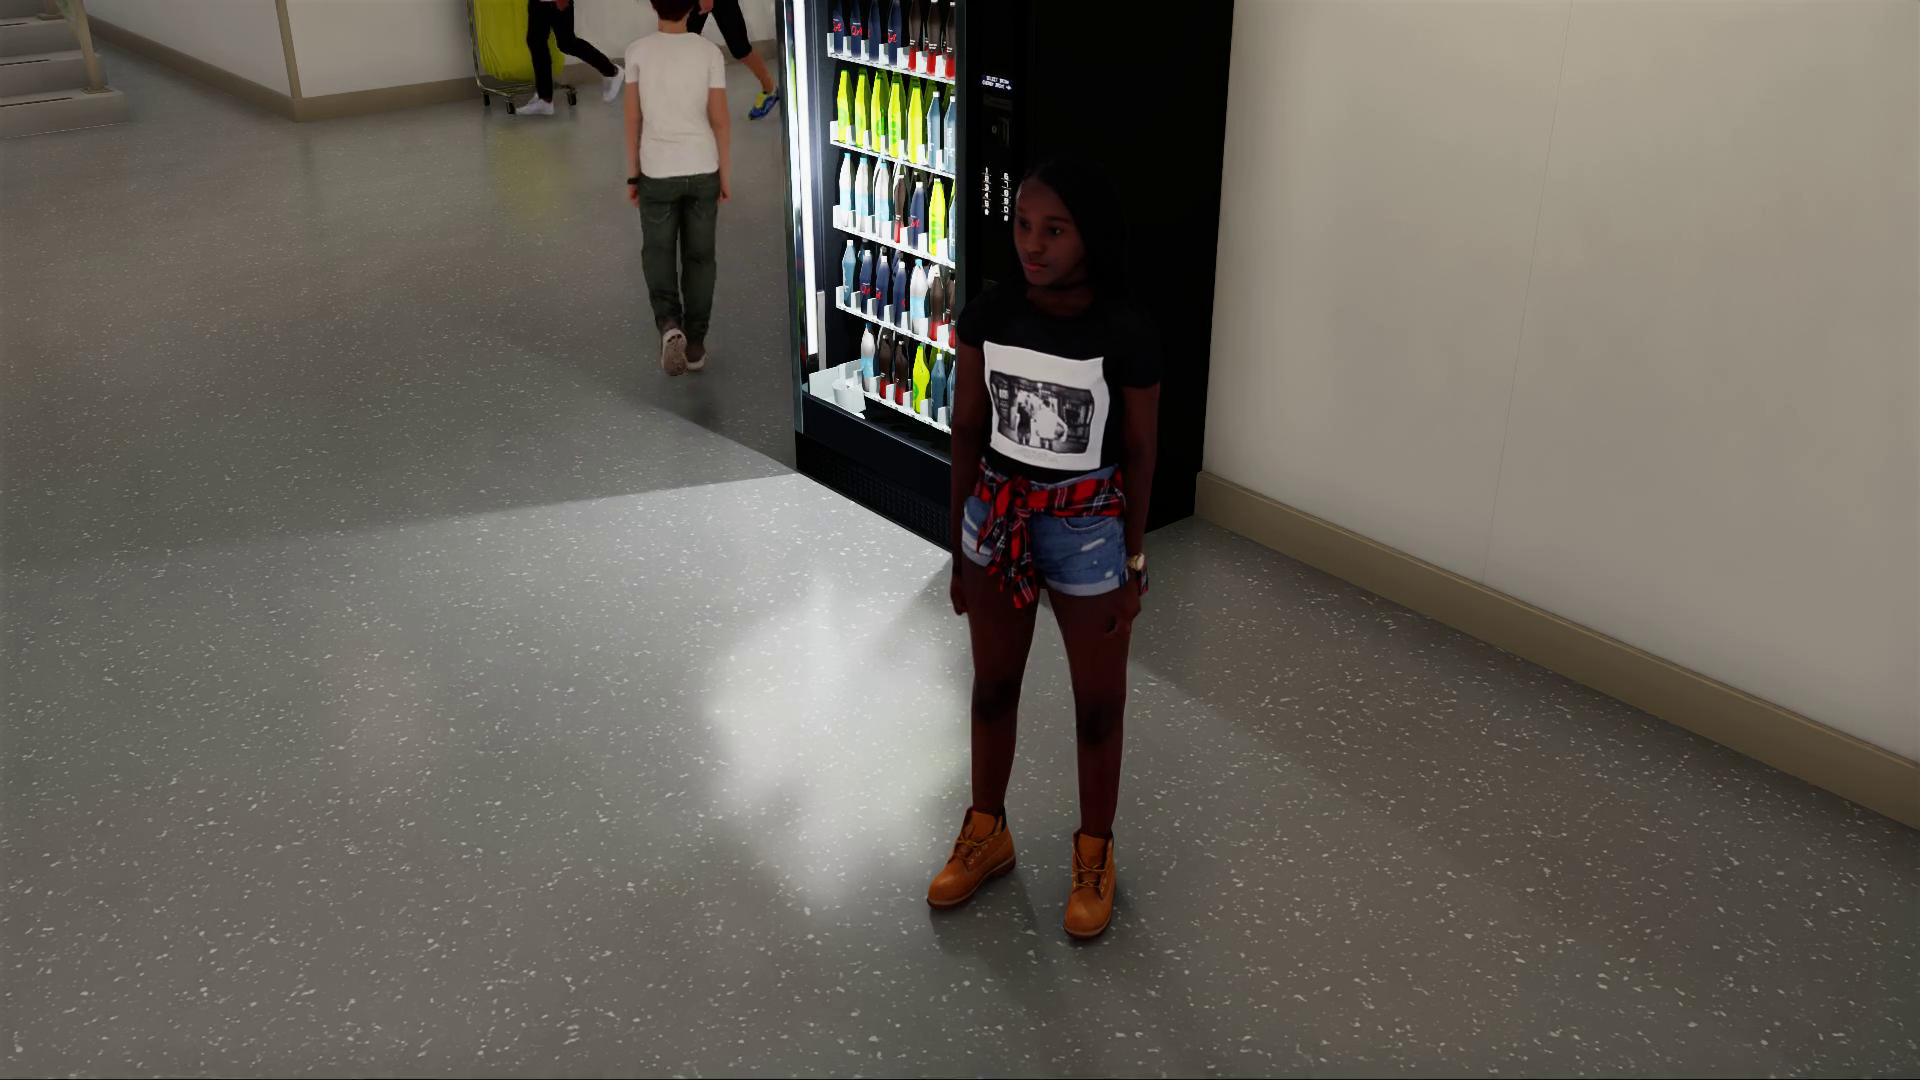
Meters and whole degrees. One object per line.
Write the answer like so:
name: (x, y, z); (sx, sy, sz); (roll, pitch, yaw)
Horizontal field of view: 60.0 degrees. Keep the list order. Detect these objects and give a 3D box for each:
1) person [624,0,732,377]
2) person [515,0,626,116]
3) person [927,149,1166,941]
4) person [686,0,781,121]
person: (-1.115, -1.416, 6.606); (0.850, 1.641, 1.007); (-4, 26, -9)
person: (-2.740, -3.835, 11.455); (0.709, 1.788, 0.978); (-19, 32, -34)
person: (0.187, 0.040, 3.490); (0.678, 1.726, 0.774); (10, 28, 20)
person: (-1.574, -3.653, 11.032); (0.730, 1.828, 1.177); (-23, 34, -39)
